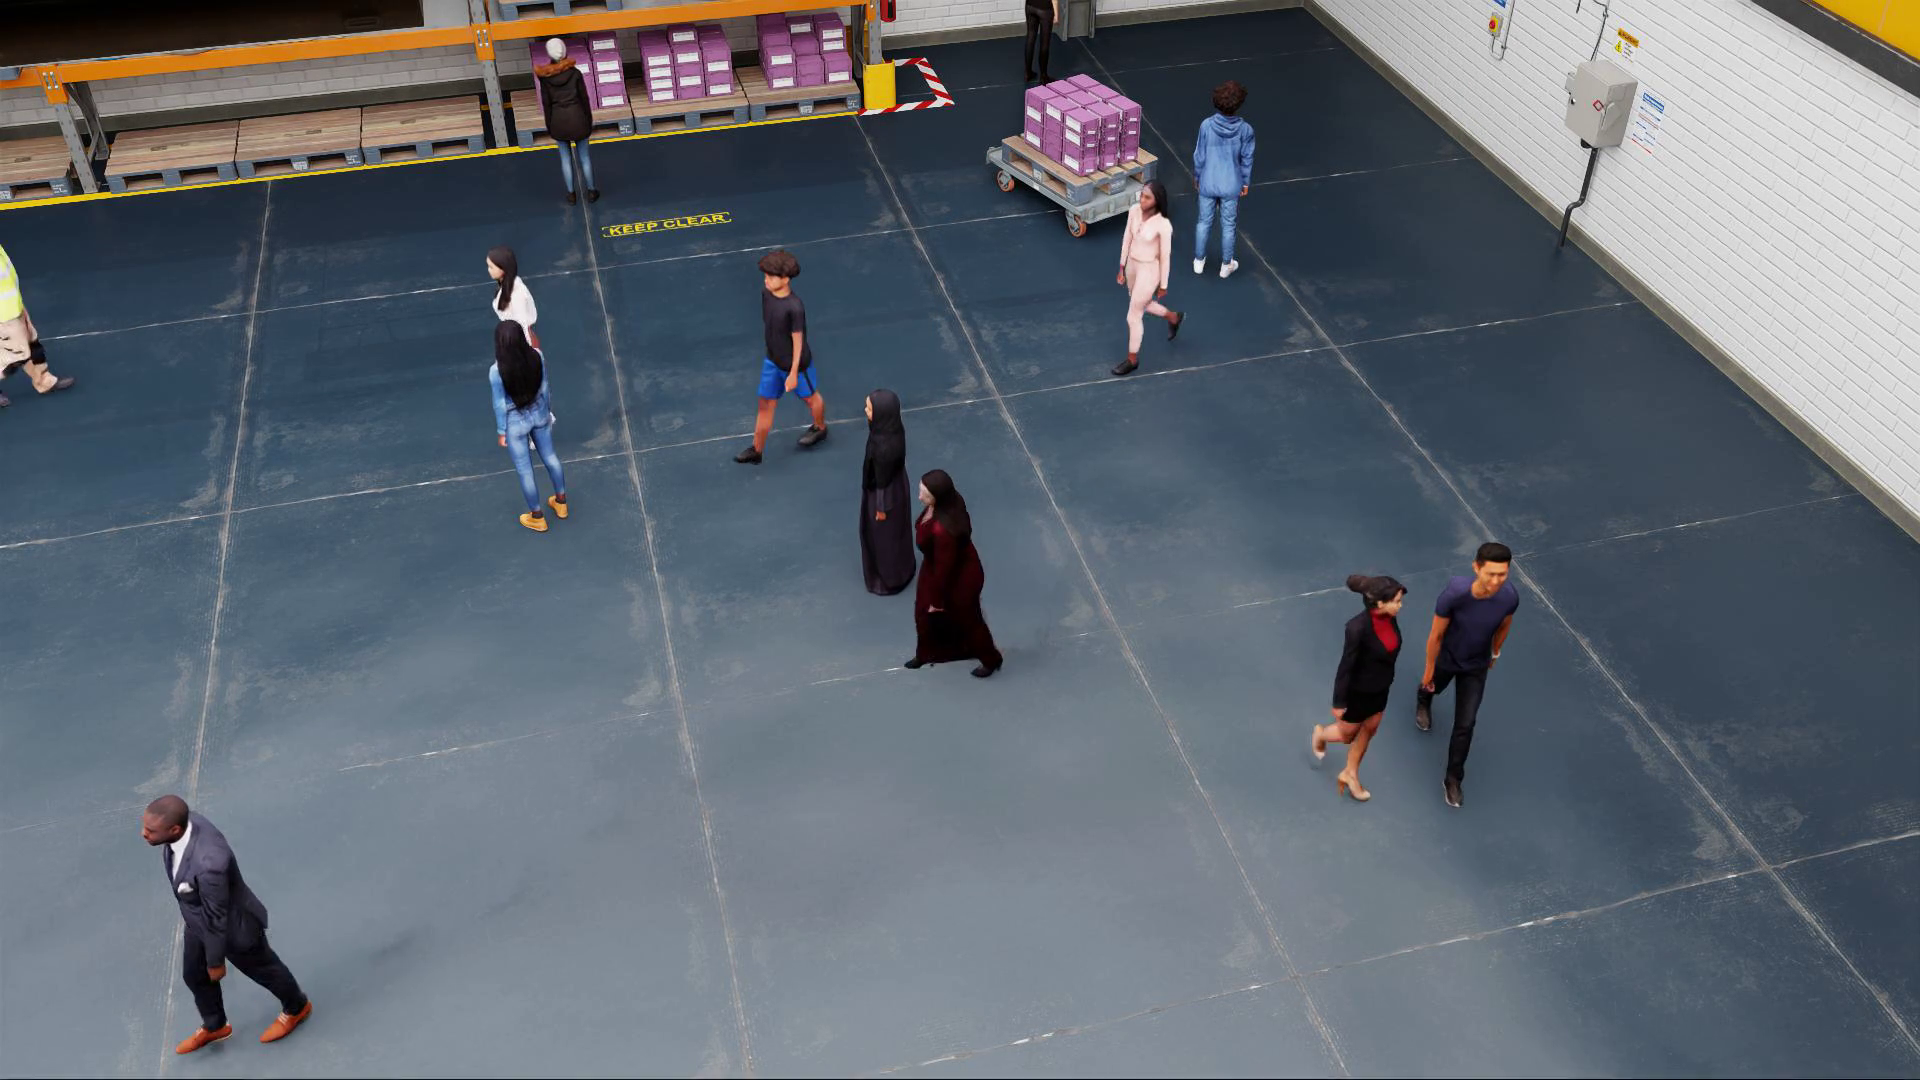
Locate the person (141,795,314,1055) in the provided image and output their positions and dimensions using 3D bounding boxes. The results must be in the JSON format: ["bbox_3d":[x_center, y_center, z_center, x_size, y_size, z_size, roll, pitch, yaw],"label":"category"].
[{"bbox_3d":[-3.626,1.891,8.381,0.932,1.803,1.036,31,48,33],"label":"person"}]

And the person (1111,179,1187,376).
[{"bbox_3d":[1.563,-2.172,13.553,1.123,1.696,0.836,-23,44,-26],"label":"person"}]

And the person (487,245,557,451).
[{"bbox_3d":[-3.254,-1.453,12.617,0.697,1.742,0.684,-23,44,-26],"label":"person"}]

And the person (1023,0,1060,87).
[{"bbox_3d":[0.865,-5.782,18.120,0.632,1.639,0.685,22,43,25],"label":"person"}]

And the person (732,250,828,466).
[{"bbox_3d":[-1.223,-1.390,12.532,1.005,1.749,1.208,31,48,33],"label":"person"}]

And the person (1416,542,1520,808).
[{"bbox_3d":[2.975,0.655,9.973,1.190,1.747,0.985,4,39,4],"label":"person"}]

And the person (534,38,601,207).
[{"bbox_3d":[-3.731,-3.989,15.876,0.563,1.636,0.709,-5,39,-7],"label":"person"}]

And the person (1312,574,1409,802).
[{"bbox_3d":[2.326,0.867,9.815,0.784,1.614,0.822,-24,44,-27],"label":"person"}]

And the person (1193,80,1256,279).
[{"bbox_3d":[2.315,-3.197,14.747,0.711,1.810,0.823,12,40,15],"label":"person"}]

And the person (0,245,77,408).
[{"bbox_3d":[-7.618,-1.866,13.060,0.962,1.834,0.757,-14,41,-17],"label":"person"}]

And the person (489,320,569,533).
[{"bbox_3d":[-3.082,-0.824,11.853,0.737,1.712,0.628,30,48,32],"label":"person"}]

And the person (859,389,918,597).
[{"bbox_3d":[-0.494,-0.350,11.337,0.711,1.614,0.702,3,39,4],"label":"person"}]

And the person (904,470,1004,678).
[{"bbox_3d":[0.037,0.222,10.546,0.886,1.710,0.707,-2,39,-2],"label":"person"}]
